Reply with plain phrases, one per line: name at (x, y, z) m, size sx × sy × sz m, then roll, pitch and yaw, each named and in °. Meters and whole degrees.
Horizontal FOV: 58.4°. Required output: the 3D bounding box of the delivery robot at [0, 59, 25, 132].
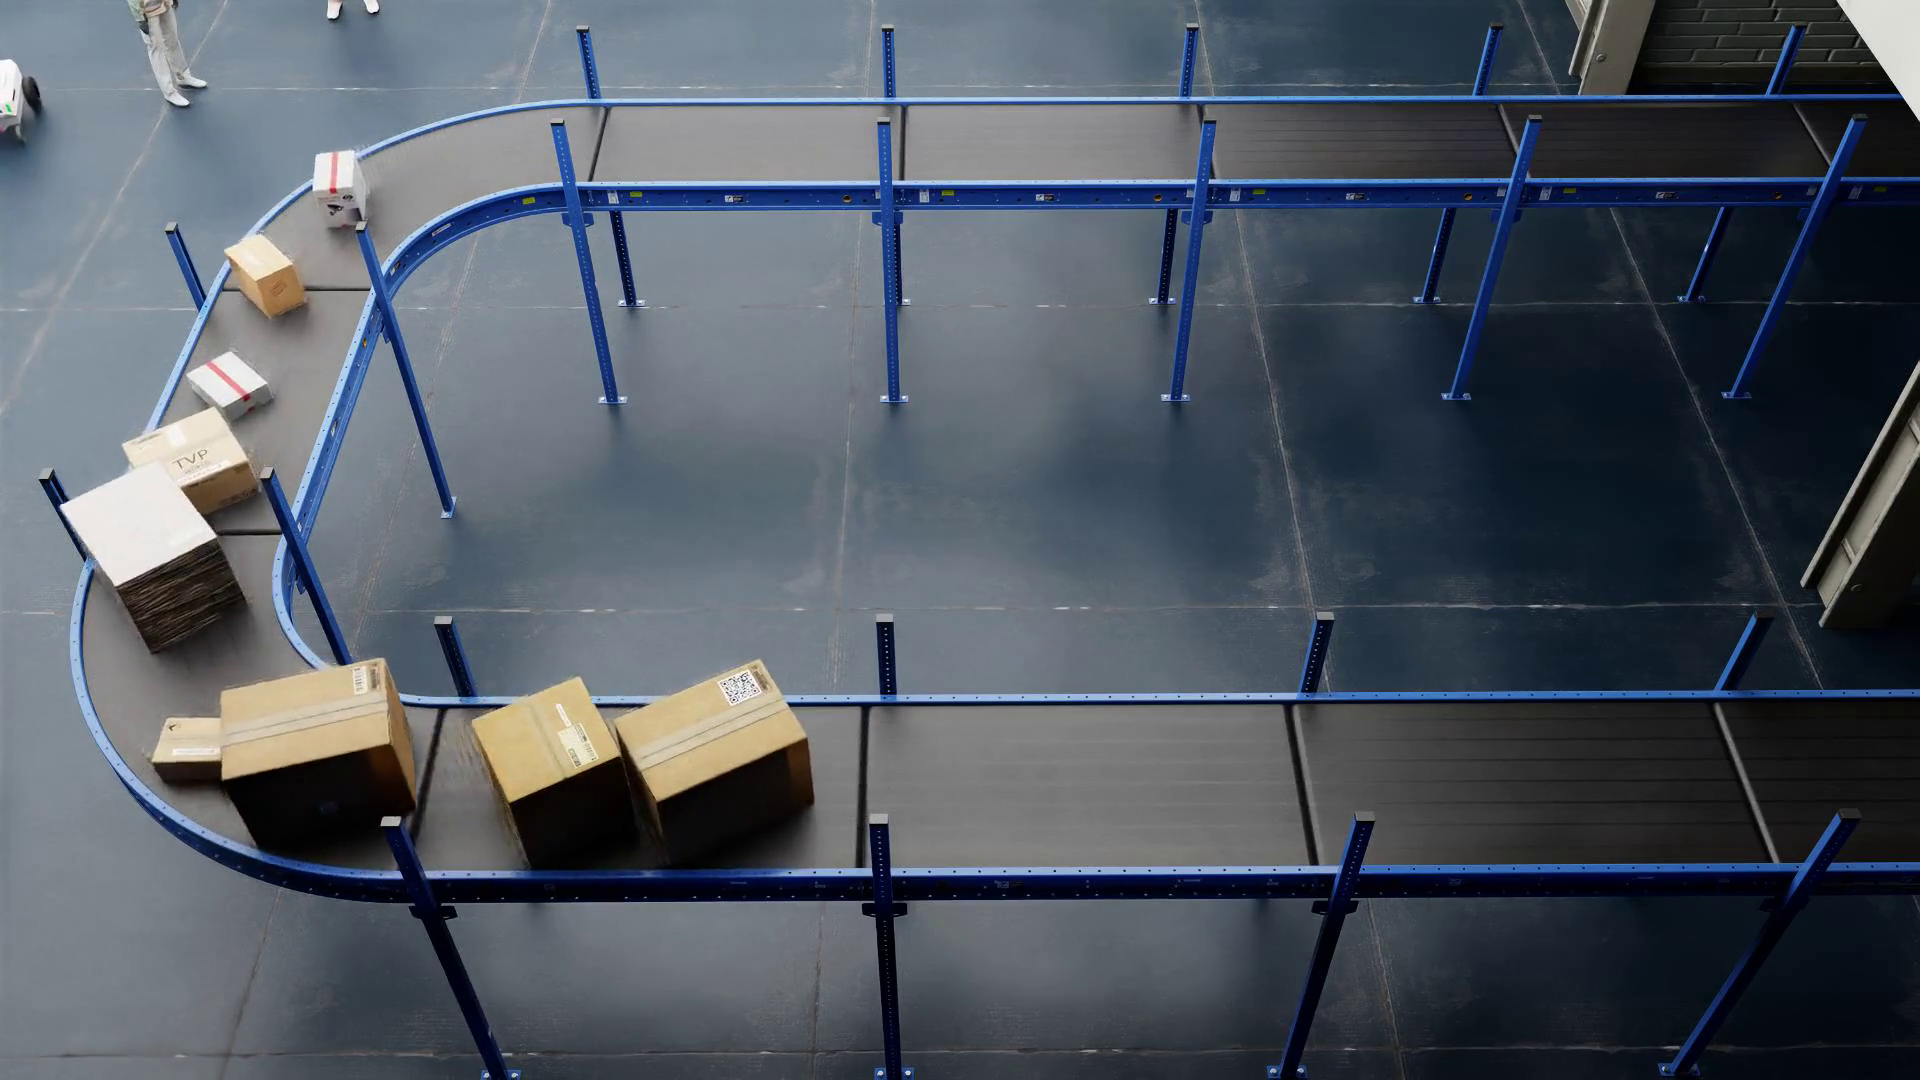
delivery robot at (-8.042, -3.721, 14.323) m, size 0.477 × 0.478 × 0.707 m, roll -12°, pitch 48°, yaw -11°

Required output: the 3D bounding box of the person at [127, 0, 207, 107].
person at (-6.699, -4.423, 14.284) m, size 0.310 × 1.636 × 0.523 m, roll 9°, pitch 48°, yaw 8°

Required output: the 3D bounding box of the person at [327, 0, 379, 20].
person at (-5.560, -5.521, 15.130) m, size 0.650 × 1.904 × 0.401 m, roll -12°, pitch 48°, yaw -11°
